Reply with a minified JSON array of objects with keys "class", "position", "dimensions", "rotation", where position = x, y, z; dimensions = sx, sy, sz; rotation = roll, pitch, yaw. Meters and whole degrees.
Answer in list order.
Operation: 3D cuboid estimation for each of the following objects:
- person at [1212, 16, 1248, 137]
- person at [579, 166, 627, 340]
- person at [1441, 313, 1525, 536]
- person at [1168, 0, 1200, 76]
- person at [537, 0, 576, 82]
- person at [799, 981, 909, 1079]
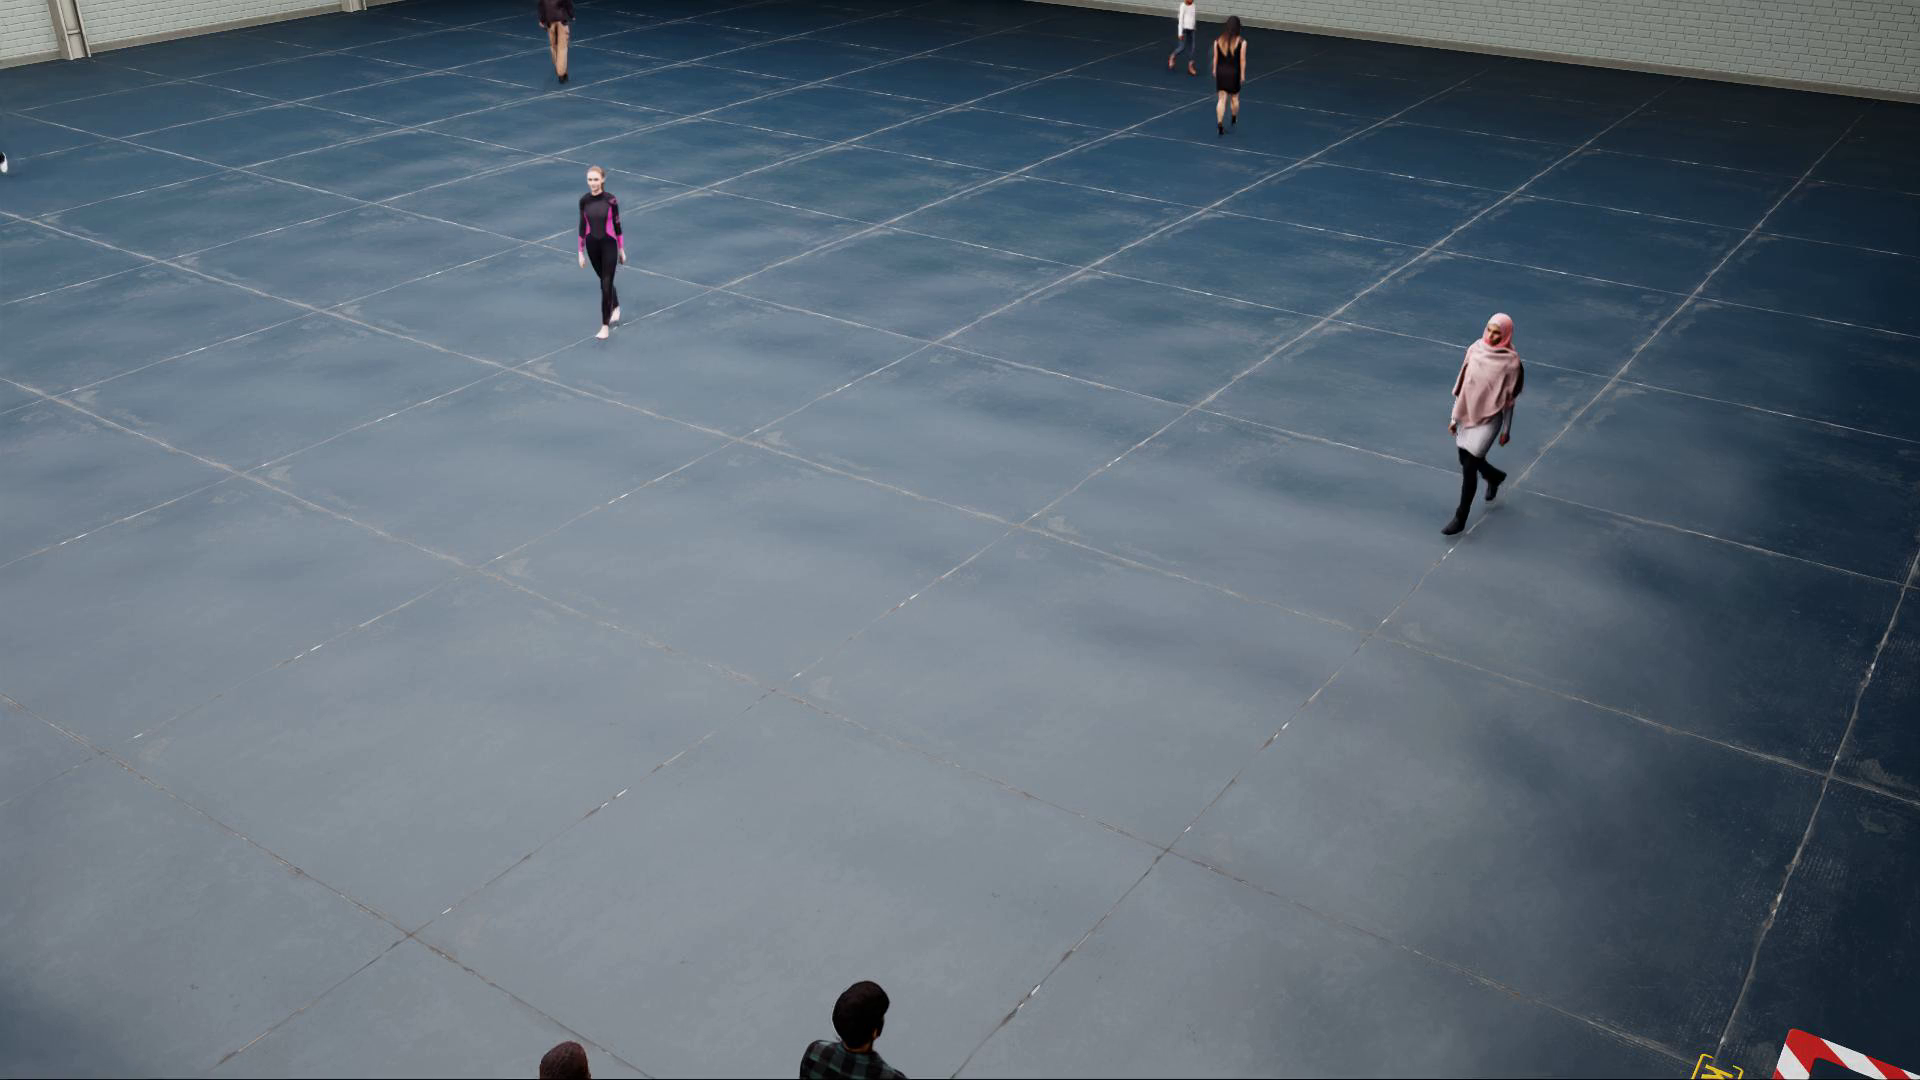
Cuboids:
[{"class":"person","position":[3.931,-6.785,24.486],"dimensions":[0.850,1.672,1.107],"rotation":[10,29,18]},{"class":"person","position":[-3.645,-2.969,17.053],"dimensions":[0.961,1.691,1.203],"rotation":[2,27,5]},{"class":"person","position":[4.109,-0.932,13.000],"dimensions":[1.151,1.780,0.829],"rotation":[-20,34,-34]},{"class":"person","position":[3.858,-8.734,28.528],"dimensions":[0.932,1.436,0.811],"rotation":[-17,32,-30]},{"class":"person","position":[-6.780,-8.666,27.917],"dimensions":[1.135,1.875,1.295],"rotation":[0,27,1]},{"class":"person","position":[-0.400,2.439,6.611],"dimensions":[0.709,1.714,0.570],"rotation":[13,30,23]}]
